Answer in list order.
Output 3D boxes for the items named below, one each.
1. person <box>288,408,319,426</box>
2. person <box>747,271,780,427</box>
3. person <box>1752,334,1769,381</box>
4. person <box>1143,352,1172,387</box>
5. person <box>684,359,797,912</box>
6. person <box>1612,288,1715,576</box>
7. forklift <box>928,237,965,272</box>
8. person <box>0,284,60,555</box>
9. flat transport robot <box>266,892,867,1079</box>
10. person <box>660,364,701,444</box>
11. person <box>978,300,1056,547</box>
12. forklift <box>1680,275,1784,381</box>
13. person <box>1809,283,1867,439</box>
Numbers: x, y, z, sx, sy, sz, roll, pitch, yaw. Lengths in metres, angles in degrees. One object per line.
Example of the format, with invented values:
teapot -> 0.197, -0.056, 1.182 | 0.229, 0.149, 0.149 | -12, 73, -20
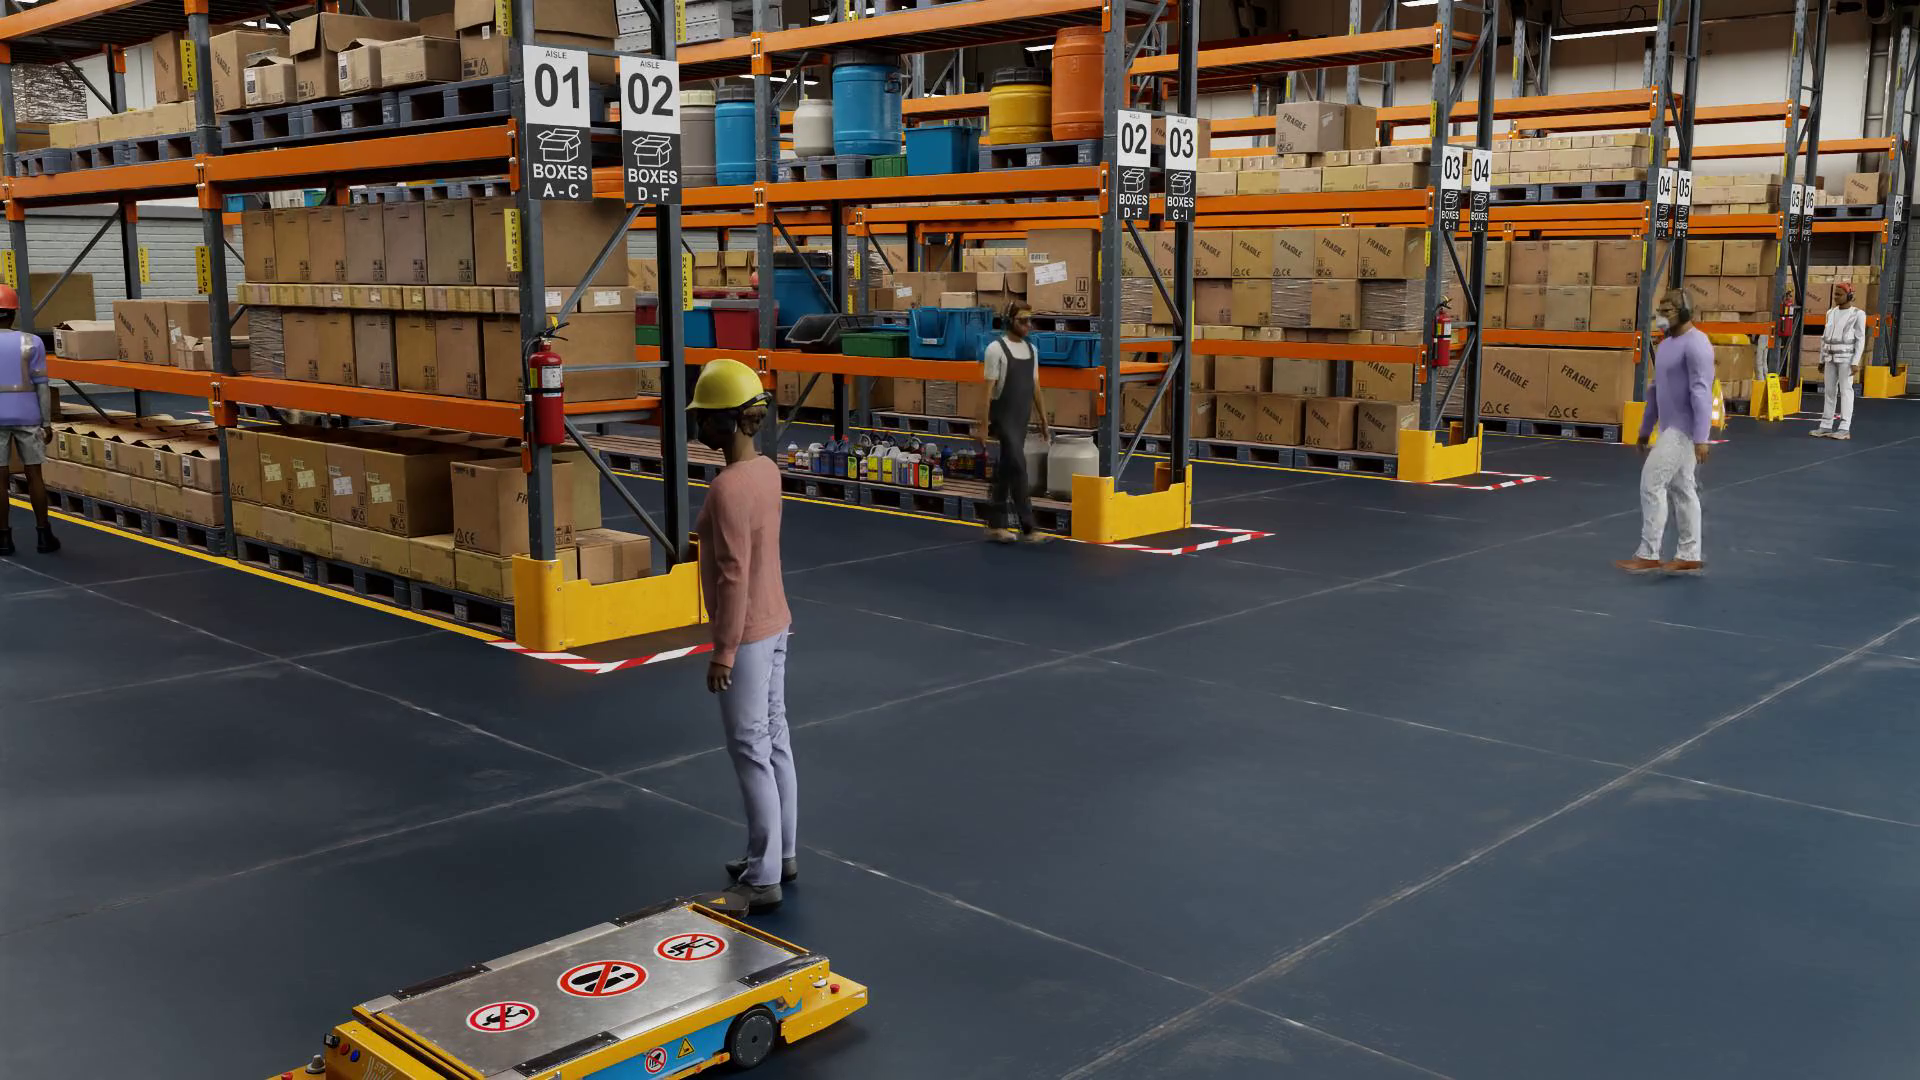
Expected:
person -> -7.155, -1.680, 17.970 | 0.518, 1.616, 0.366 | -8, 12, -39
person -> -2.629, -2.493, 21.752 | 0.839, 2.007, 0.633 | 8, 12, 40
person -> 12.047, -2.957, 25.040 | 0.528, 1.869, 0.313 | -9, 13, -43
person -> 2.634, -2.307, 21.285 | 0.618, 1.789, 0.886 | -7, 12, -39
person -> -0.714, 0.305, 5.353 | 0.326, 1.767, 0.533 | 1, 9, 9
person -> 4.647, -0.704, 11.068 | 0.758, 1.914, 0.662 | 1, 9, 5
forklift -> -0.326, -5.817, 39.609 | 1.129, 2.768, 1.873 | 9, 13, 43
person -> -6.875, -0.873, 12.047 | 0.544, 1.939, 0.372 | -3, 10, -20
flat transport robot -> -0.980, 1.246, 4.283 | 0.652, 0.197, 1.431 | 9, 13, 43
person -> -3.222, -2.030, 18.956 | 0.535, 2.000, 0.674 | 4, 10, 25
person -> 0.479, -0.848, 12.263 | 0.841, 1.813, 0.535 | 8, 12, 41
forklift -> 12.480, -3.427, 27.053 | 1.214, 2.155, 2.313 | 9, 13, 43
person -> 10.680, -2.175, 20.200 | 0.353, 1.883, 0.573 | -3, 10, -19
